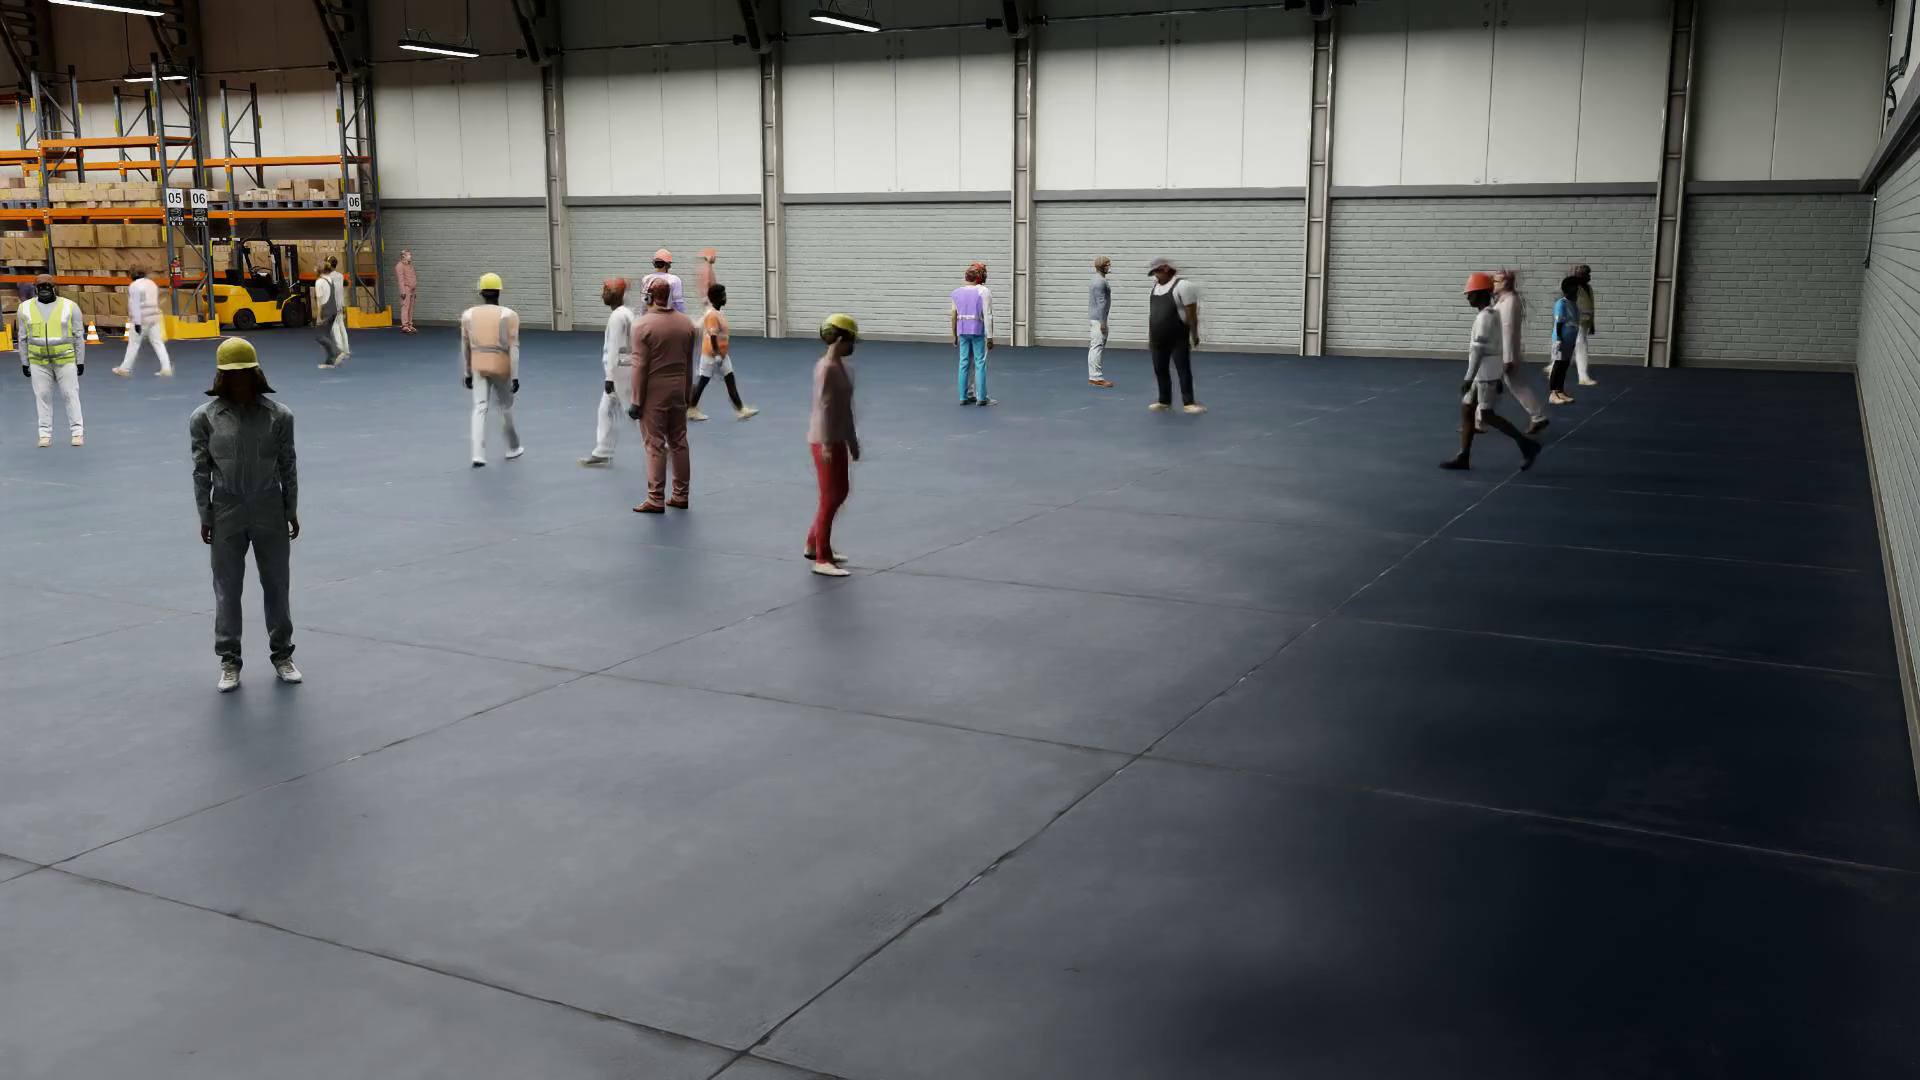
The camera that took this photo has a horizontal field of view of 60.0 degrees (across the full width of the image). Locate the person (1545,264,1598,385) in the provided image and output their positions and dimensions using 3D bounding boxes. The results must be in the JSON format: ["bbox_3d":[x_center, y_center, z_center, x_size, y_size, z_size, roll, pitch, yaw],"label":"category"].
[{"bbox_3d":[9.289,-3.262,25.171,0.613,1.815,0.890,-10,14,-43],"label":"person"}]

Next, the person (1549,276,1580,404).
[{"bbox_3d":[8.088,-2.665,22.215,0.317,1.695,0.540,9,14,40],"label":"person"}]

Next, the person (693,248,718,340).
[{"bbox_3d":[-5.333,-5.116,34.832,0.692,1.971,0.625,-1,10,-4],"label":"person"}]

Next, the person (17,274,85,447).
[{"bbox_3d":[-9.654,-1.904,17.698,0.630,1.835,0.429,-3,11,-17],"label":"person"}]

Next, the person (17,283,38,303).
[{"bbox_3d":[-25.072,-6.880,44.712,0.665,1.874,0.837,-10,14,-43],"label":"person"}]

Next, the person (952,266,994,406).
[{"bbox_3d":[0.161,-2.684,21.909,0.569,1.843,0.374,4,11,20],"label":"person"}]

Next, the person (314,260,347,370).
[{"bbox_3d":[-10.511,-3.735,27.665,0.475,1.834,0.532,1,10,6],"label":"person"}]

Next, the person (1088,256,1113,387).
[{"bbox_3d":[2.085,-3.247,24.726,0.371,1.941,0.627,-1,10,-3],"label":"person"}]

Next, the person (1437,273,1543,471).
[{"bbox_3d":[5.054,-1.575,15.739,0.869,1.901,0.543,3,11,18],"label":"person"}]

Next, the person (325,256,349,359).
[{"bbox_3d":[-11.401,-4.241,30.342,0.310,1.868,0.534,2,11,9],"label":"person"}]

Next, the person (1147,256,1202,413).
[{"bbox_3d":[2.699,-2.623,21.049,0.535,2.000,0.852,-10,14,-43],"label":"person"}]

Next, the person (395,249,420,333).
[{"bbox_3d":[-12.707,-5.721,38.296,0.408,1.912,0.641,1,10,4],"label":"person"}]

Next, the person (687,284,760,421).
[{"bbox_3d":[-2.908,-2.253,20.071,0.895,1.644,0.546,1,10,8],"label":"person"}]

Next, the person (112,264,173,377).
[{"bbox_3d":[-12.990,-3.472,26.369,0.933,1.790,0.640,3,11,14],"label":"person"}]

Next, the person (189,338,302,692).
[{"bbox_3d":[-3.524,-0.127,8.249,0.487,1.744,0.295,-6,12,-29],"label":"person"}]

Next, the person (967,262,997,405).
[{"bbox_3d":[0.243,-2.717,21.995,0.355,1.883,0.574,-7,13,-35],"label":"person"}]

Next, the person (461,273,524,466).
[{"bbox_3d":[-4.624,-1.682,16.399,0.609,1.875,1.010,0,10,1],"label":"person"}]

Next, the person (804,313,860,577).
[{"bbox_3d":[-0.890,-0.639,11.103,0.388,1.725,0.589,2,11,11],"label":"person"}]

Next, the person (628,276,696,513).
[{"bbox_3d":[-2.441,-1.174,13.500,0.410,1.913,0.643,8,13,36],"label":"person"}]

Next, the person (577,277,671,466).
[{"bbox_3d":[-3.230,-1.618,16.109,0.941,1.849,0.589,-1,10,-5],"label":"person"}]

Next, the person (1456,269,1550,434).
[{"bbox_3d":[6.189,-2.110,18.729,0.964,1.872,0.629,5,12,25],"label":"person"}]

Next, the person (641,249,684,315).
[{"bbox_3d":[-4.230,-3.126,23.790,0.615,2.039,0.391,2,11,12],"label":"person"}]
